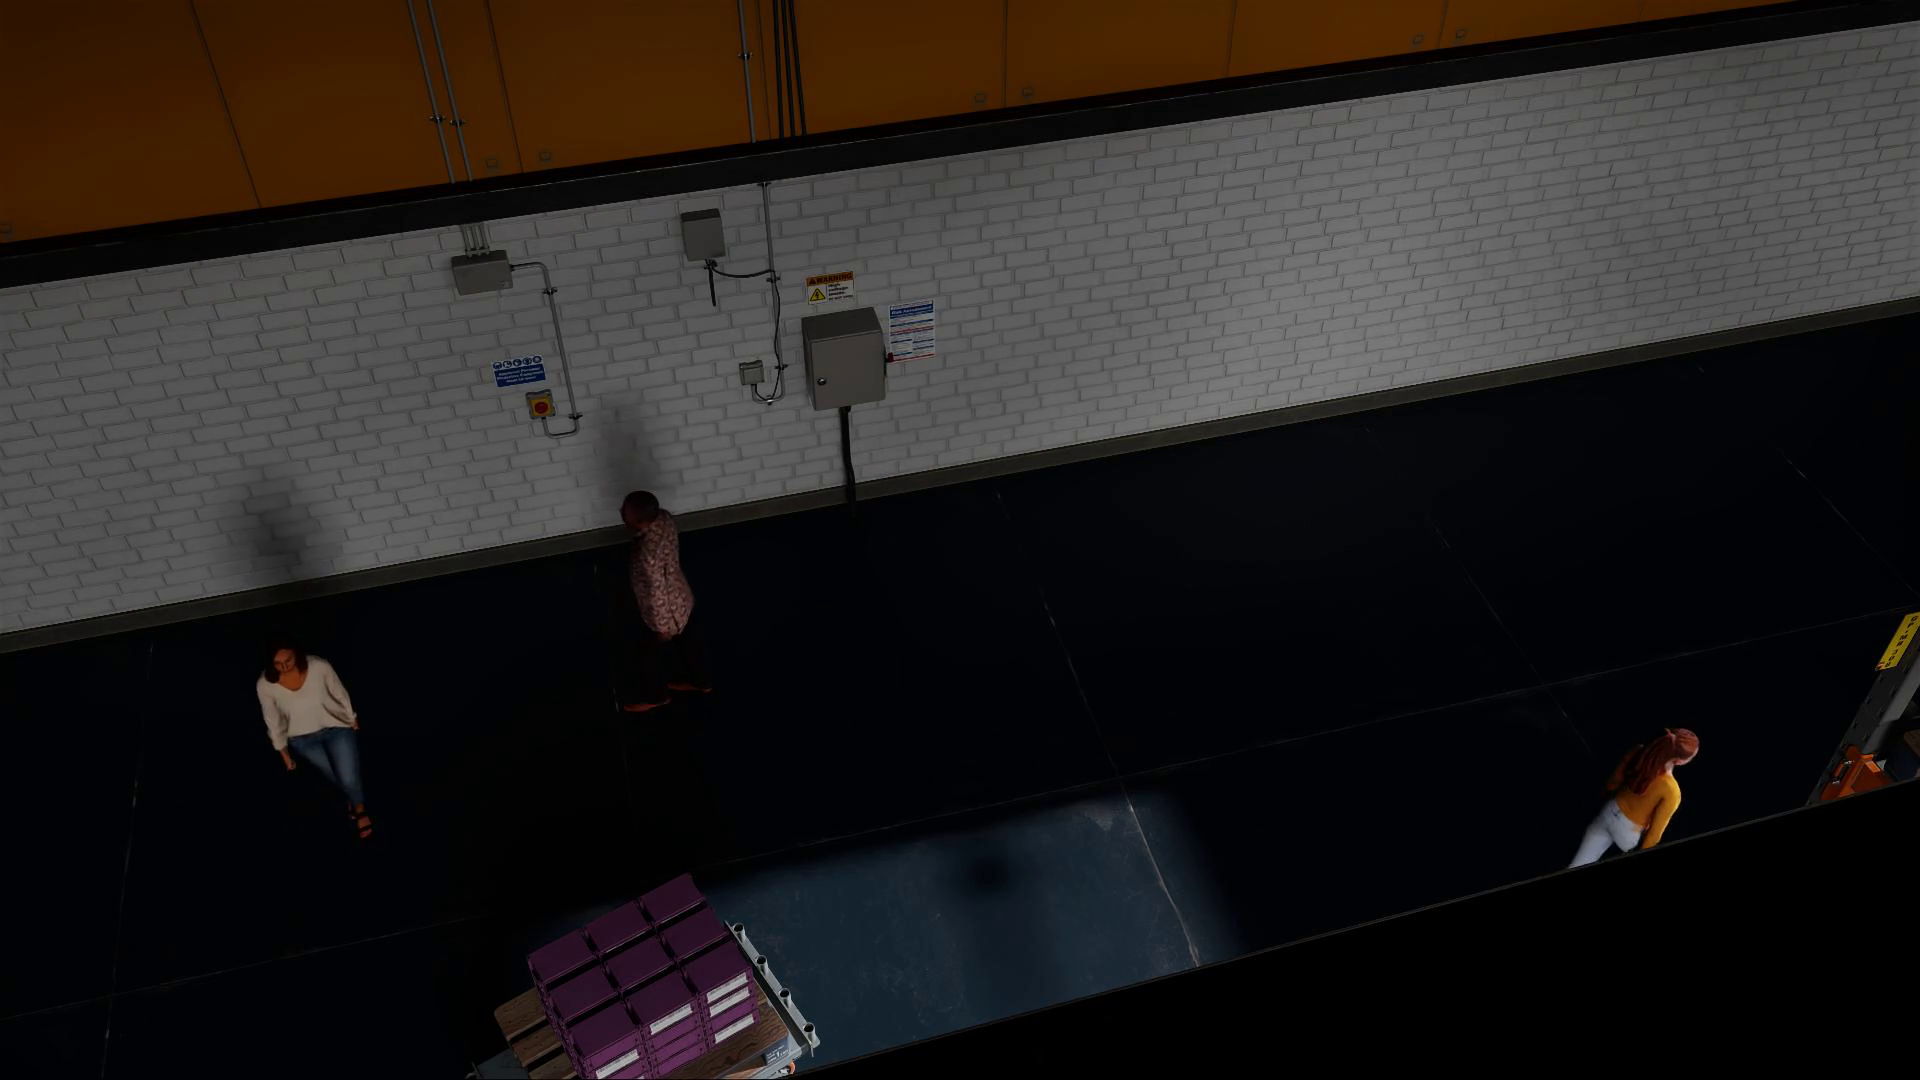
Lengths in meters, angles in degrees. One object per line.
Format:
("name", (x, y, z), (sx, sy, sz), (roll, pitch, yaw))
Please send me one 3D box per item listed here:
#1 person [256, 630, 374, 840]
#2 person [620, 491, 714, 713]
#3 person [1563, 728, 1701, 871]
("person", (-3.776, 1.056, 9.773), (0.635, 1.663, 0.630), (-12, 45, -13))
("person", (-1.760, 0.399, 10.374), (0.902, 1.785, 0.847), (1, 44, 1))
("person", (3.569, 1.647, 9.136), (0.874, 1.686, 1.152), (-17, 46, -18))
